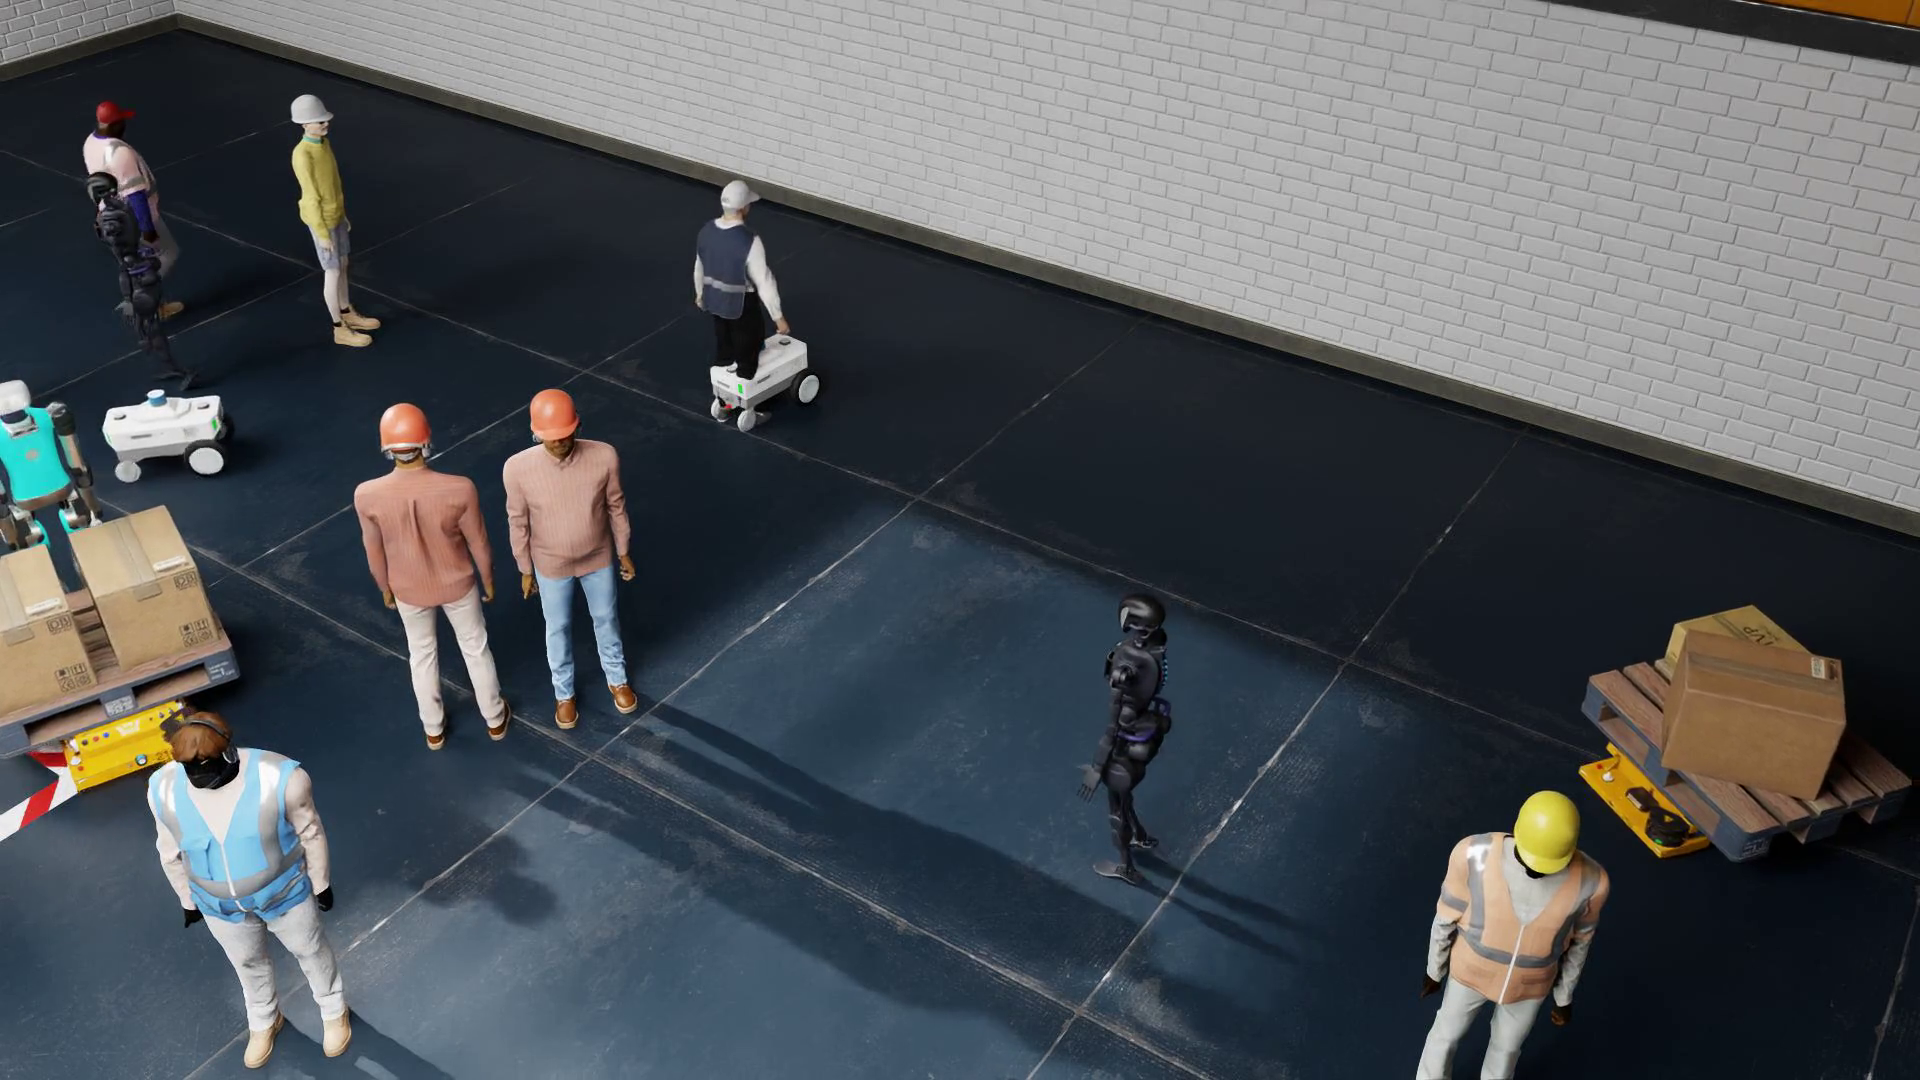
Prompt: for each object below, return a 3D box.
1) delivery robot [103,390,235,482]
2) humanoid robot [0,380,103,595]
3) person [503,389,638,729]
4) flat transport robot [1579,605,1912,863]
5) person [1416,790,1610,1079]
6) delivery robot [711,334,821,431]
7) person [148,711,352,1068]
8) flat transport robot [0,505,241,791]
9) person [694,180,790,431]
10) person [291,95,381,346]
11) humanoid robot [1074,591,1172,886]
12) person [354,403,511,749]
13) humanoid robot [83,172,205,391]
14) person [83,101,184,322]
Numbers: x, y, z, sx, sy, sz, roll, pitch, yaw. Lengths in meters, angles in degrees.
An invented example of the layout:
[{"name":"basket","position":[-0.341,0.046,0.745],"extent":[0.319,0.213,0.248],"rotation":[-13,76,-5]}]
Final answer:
[{"name":"delivery robot","position":[-5.252,-0.720,11.033],"extent":[0.774,0.583,0.499],"rotation":[-9,36,-13]},{"name":"humanoid robot","position":[-5.082,-0.130,9.222],"extent":[0.530,1.846,0.719],"rotation":[-28,44,-34]},{"name":"person","position":[-1.998,0.094,8.626],"extent":[0.608,1.995,0.376],"rotation":[-12,37,-17]},{"name":"flat transport robot","position":[3.996,1.198,8.551],"extent":[1.431,0.231,0.659],"rotation":[-11,37,-16]},{"name":"person","position":[2.096,1.680,6.427],"extent":[0.584,1.917,0.376],"rotation":[8,36,11]},{"name":"delivery robot","position":[-1.382,-1.154,11.680],"extent":[0.499,0.614,0.803],"rotation":[25,42,32]},{"name":"person","position":[-2.899,1.441,6.833],"extent":[0.632,1.842,0.429],"rotation":[-5,35,-8]},{"name":"flat transport robot","position":[-4.665,0.791,9.133],"extent":[0.659,0.231,1.431],"rotation":[-21,40,-27]},{"name":"person","position":[-1.481,-1.579,11.237],"extent":[0.786,1.742,0.505],"rotation":[23,41,30]},{"name":"person","position":[-4.631,-2.346,12.204],"extent":[0.401,1.891,0.470],"rotation":[0,35,1]},{"name":"humanoid robot","position":[0.771,0.933,7.704],"extent":[0.341,1.652,0.600],"rotation":[18,39,24]},{"name":"person","position":[-2.678,0.196,8.494],"extent":[0.608,1.983,0.407],"rotation":[-5,35,-8]},{"name":"humanoid robot","position":[-5.676,-1.809,11.618],"extent":[0.439,1.644,0.590],"rotation":[-9,36,-13]},{"name":"person","position":[-6.185,-2.441,12.476],"extent":[0.589,1.735,0.421],"rotation":[21,40,27]}]
